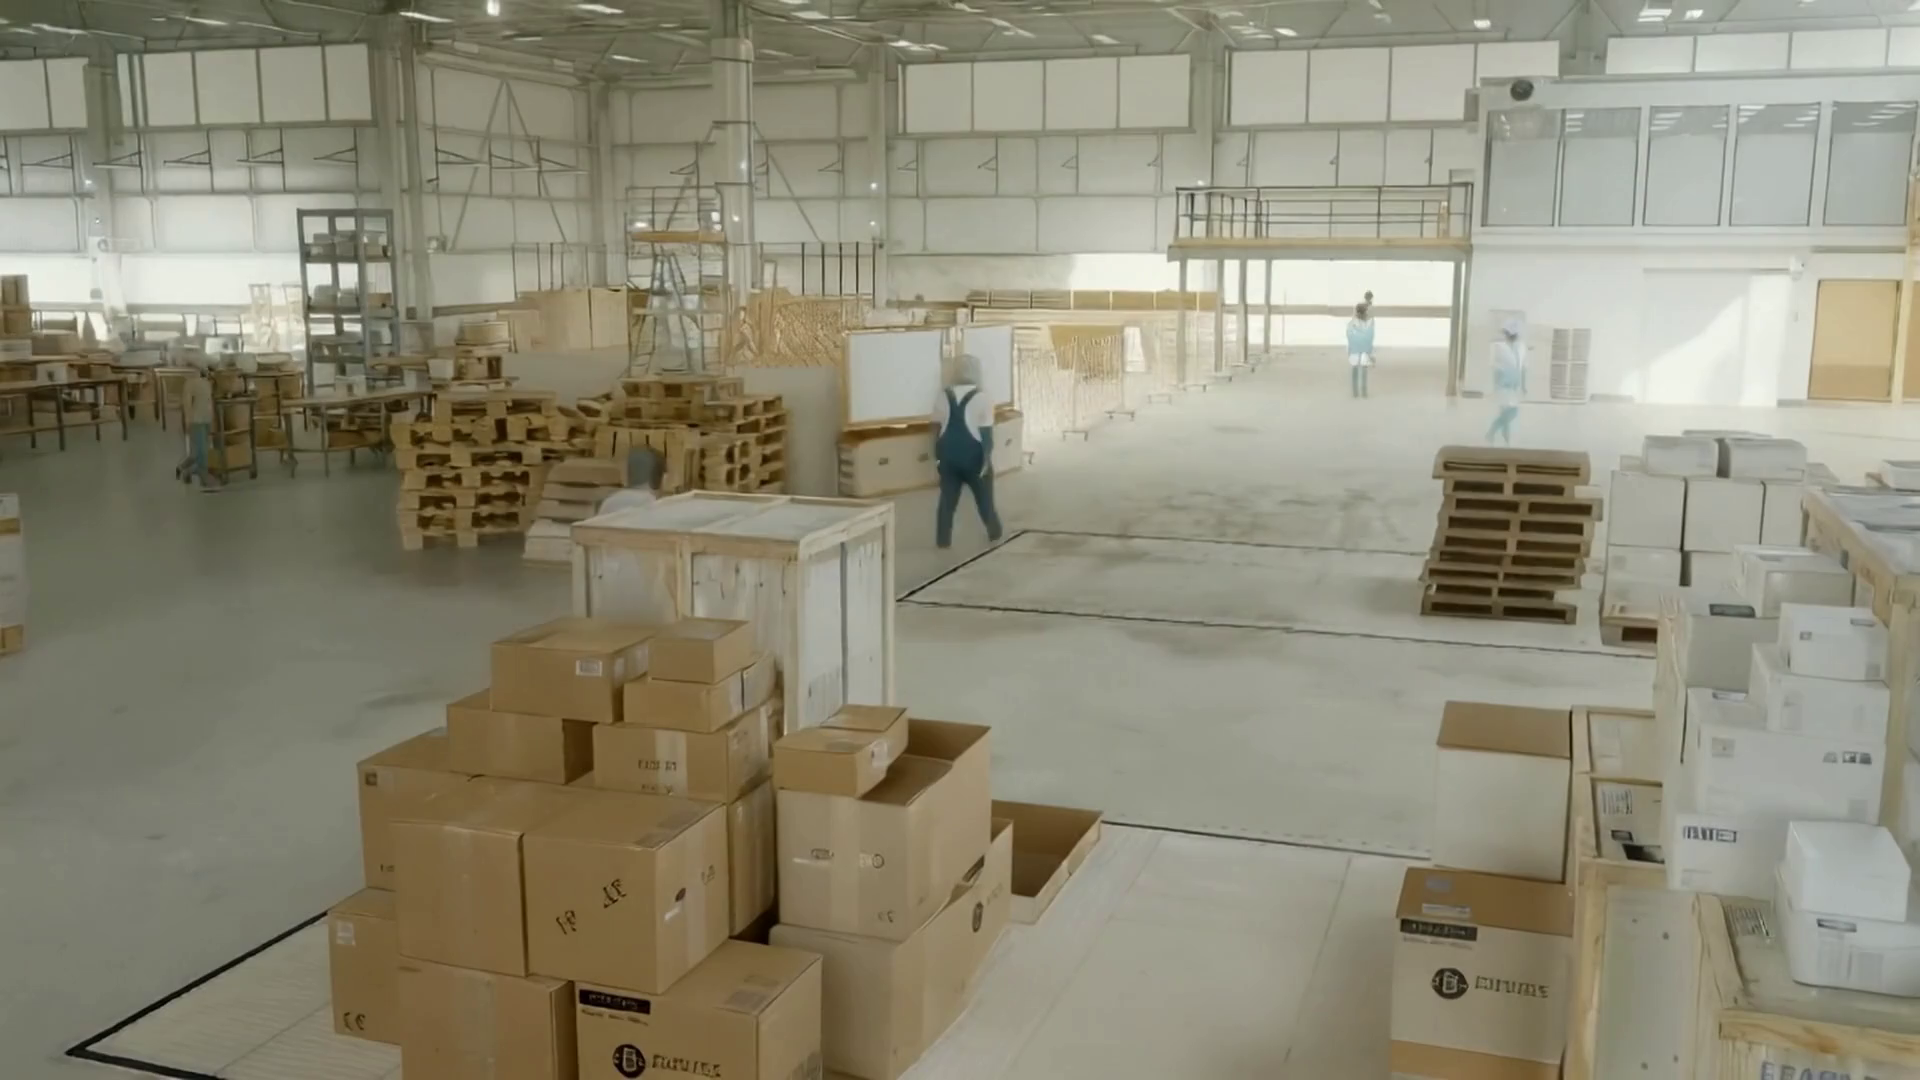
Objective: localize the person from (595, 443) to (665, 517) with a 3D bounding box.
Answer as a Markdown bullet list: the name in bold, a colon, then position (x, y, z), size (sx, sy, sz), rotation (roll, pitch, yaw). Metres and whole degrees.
- **person**: position (-1.772, 0.410, 9.462), size (0.641, 1.922, 0.464), rotation (9, 13, 41)

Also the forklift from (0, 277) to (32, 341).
- **forklift**: position (-27.151, -6.329, 46.328), size (1.157, 1.987, 2.680), rotation (3, 11, 17)

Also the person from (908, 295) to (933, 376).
- **person**: position (-0.930, -4.753, 38.650), size (0.585, 1.882, 0.344), rotation (3, 11, 18)

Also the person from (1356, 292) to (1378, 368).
- **person**: position (10.061, -5.220, 41.321), size (0.609, 1.876, 1.057), rotation (-2, 10, -13)

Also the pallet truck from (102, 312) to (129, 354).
- **pallet truck**: position (-23.057, -5.777, 46.261), size (0.680, 1.201, 1.601), rotation (3, 11, 19)

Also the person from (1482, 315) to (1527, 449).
- **person**: position (7.906, -2.255, 24.174), size (0.612, 2.028, 0.723), rotation (-5, 11, -26)

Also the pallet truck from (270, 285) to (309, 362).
- **pallet truck**: position (-17.147, -5.700, 43.663), size (0.823, 1.965, 1.885), rotation (3, 11, 17)

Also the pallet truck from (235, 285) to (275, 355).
- **pallet truck**: position (-18.327, -5.835, 44.421), size (0.823, 1.965, 1.885), rotation (4, 11, 23)

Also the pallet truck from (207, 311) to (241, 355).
- **pallet truck**: position (-19.537, -5.575, 44.913), size (0.653, 1.274, 1.630), rotation (3, 11, 19)

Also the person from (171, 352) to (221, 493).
- **person**: position (-9.414, -1.438, 20.401), size (0.604, 1.739, 0.546), rotation (0, 10, 3)

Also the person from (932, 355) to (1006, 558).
- **person**: position (0.077, -0.874, 16.361), size (0.680, 2.000, 1.050), rotation (4, 11, 24)

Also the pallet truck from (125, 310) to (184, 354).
- **pallet truck**: position (-22.038, -5.665, 45.457), size (0.704, 1.261, 1.522), rotation (3, 11, 17)

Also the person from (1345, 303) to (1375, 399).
- **person**: position (7.907, -3.734, 32.902), size (0.572, 1.878, 1.005), rotation (1, 10, 7)
